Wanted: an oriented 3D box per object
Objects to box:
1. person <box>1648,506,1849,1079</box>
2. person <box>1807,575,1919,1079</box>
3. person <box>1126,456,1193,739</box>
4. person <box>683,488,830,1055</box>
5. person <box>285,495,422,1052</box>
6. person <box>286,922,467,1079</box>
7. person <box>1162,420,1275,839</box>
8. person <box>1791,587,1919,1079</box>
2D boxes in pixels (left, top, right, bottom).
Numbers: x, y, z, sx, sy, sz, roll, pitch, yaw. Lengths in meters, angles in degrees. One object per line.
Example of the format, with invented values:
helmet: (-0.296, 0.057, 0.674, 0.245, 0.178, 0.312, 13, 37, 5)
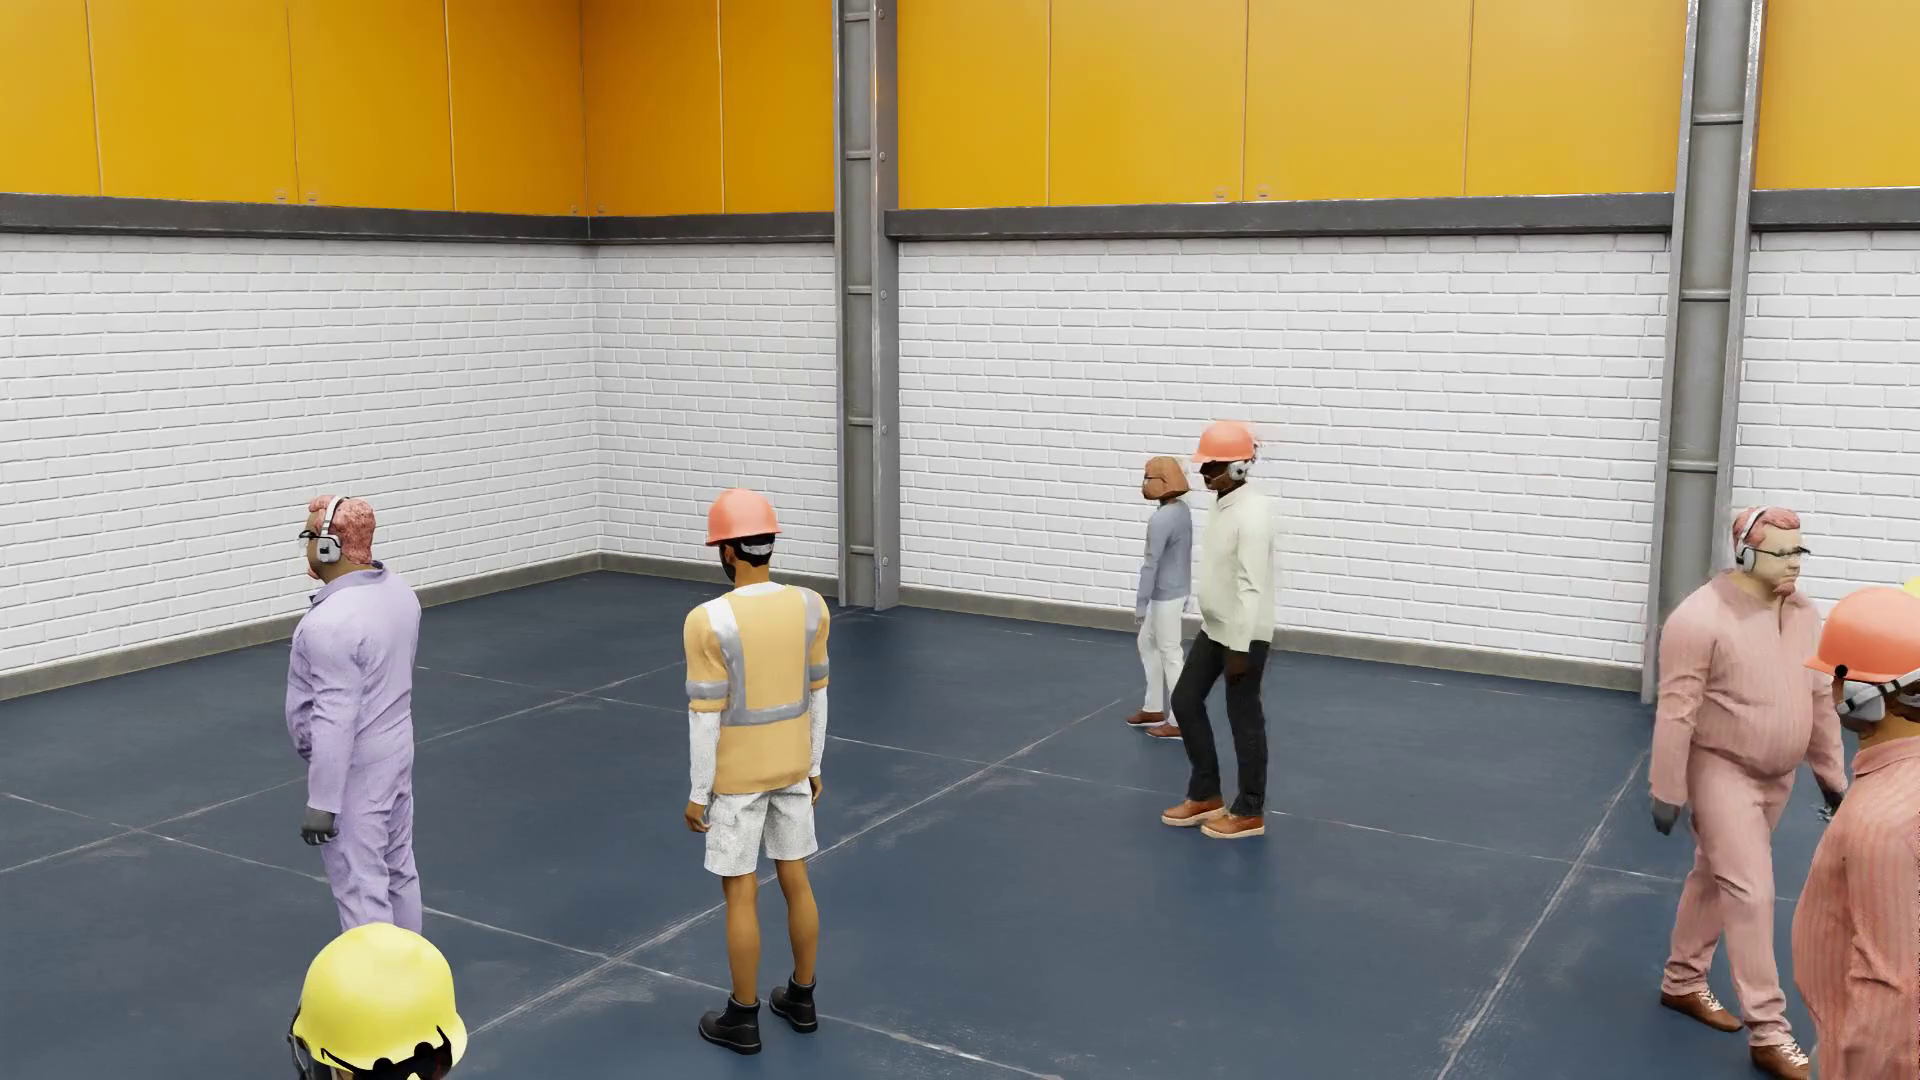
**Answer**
person: (2.722, 0.828, 5.558, 0.670, 1.870, 0.881, -5, 10, -27)
person: (2.410, 1.018, 4.306, 0.629, 1.892, 0.824, -7, 11, -36)
person: (1.088, 0.327, 9.468, 0.557, 1.613, 0.523, 4, 10, 24)
person: (-0.706, 0.782, 5.681, 0.543, 1.932, 0.365, -7, 12, -38)
person: (-2.081, 0.792, 5.697, 0.408, 1.909, 0.638, 0, 9, 3)
person: (-0.814, 1.390, 2.431, 0.345, 1.756, 0.518, 8, 12, 40)
person: (1.176, 0.428, 7.742, 0.605, 1.973, 0.654, -2, 9, -11)
person: (1.959, 1.087, 3.590, 0.391, 1.991, 0.613, 7, 12, 38)
